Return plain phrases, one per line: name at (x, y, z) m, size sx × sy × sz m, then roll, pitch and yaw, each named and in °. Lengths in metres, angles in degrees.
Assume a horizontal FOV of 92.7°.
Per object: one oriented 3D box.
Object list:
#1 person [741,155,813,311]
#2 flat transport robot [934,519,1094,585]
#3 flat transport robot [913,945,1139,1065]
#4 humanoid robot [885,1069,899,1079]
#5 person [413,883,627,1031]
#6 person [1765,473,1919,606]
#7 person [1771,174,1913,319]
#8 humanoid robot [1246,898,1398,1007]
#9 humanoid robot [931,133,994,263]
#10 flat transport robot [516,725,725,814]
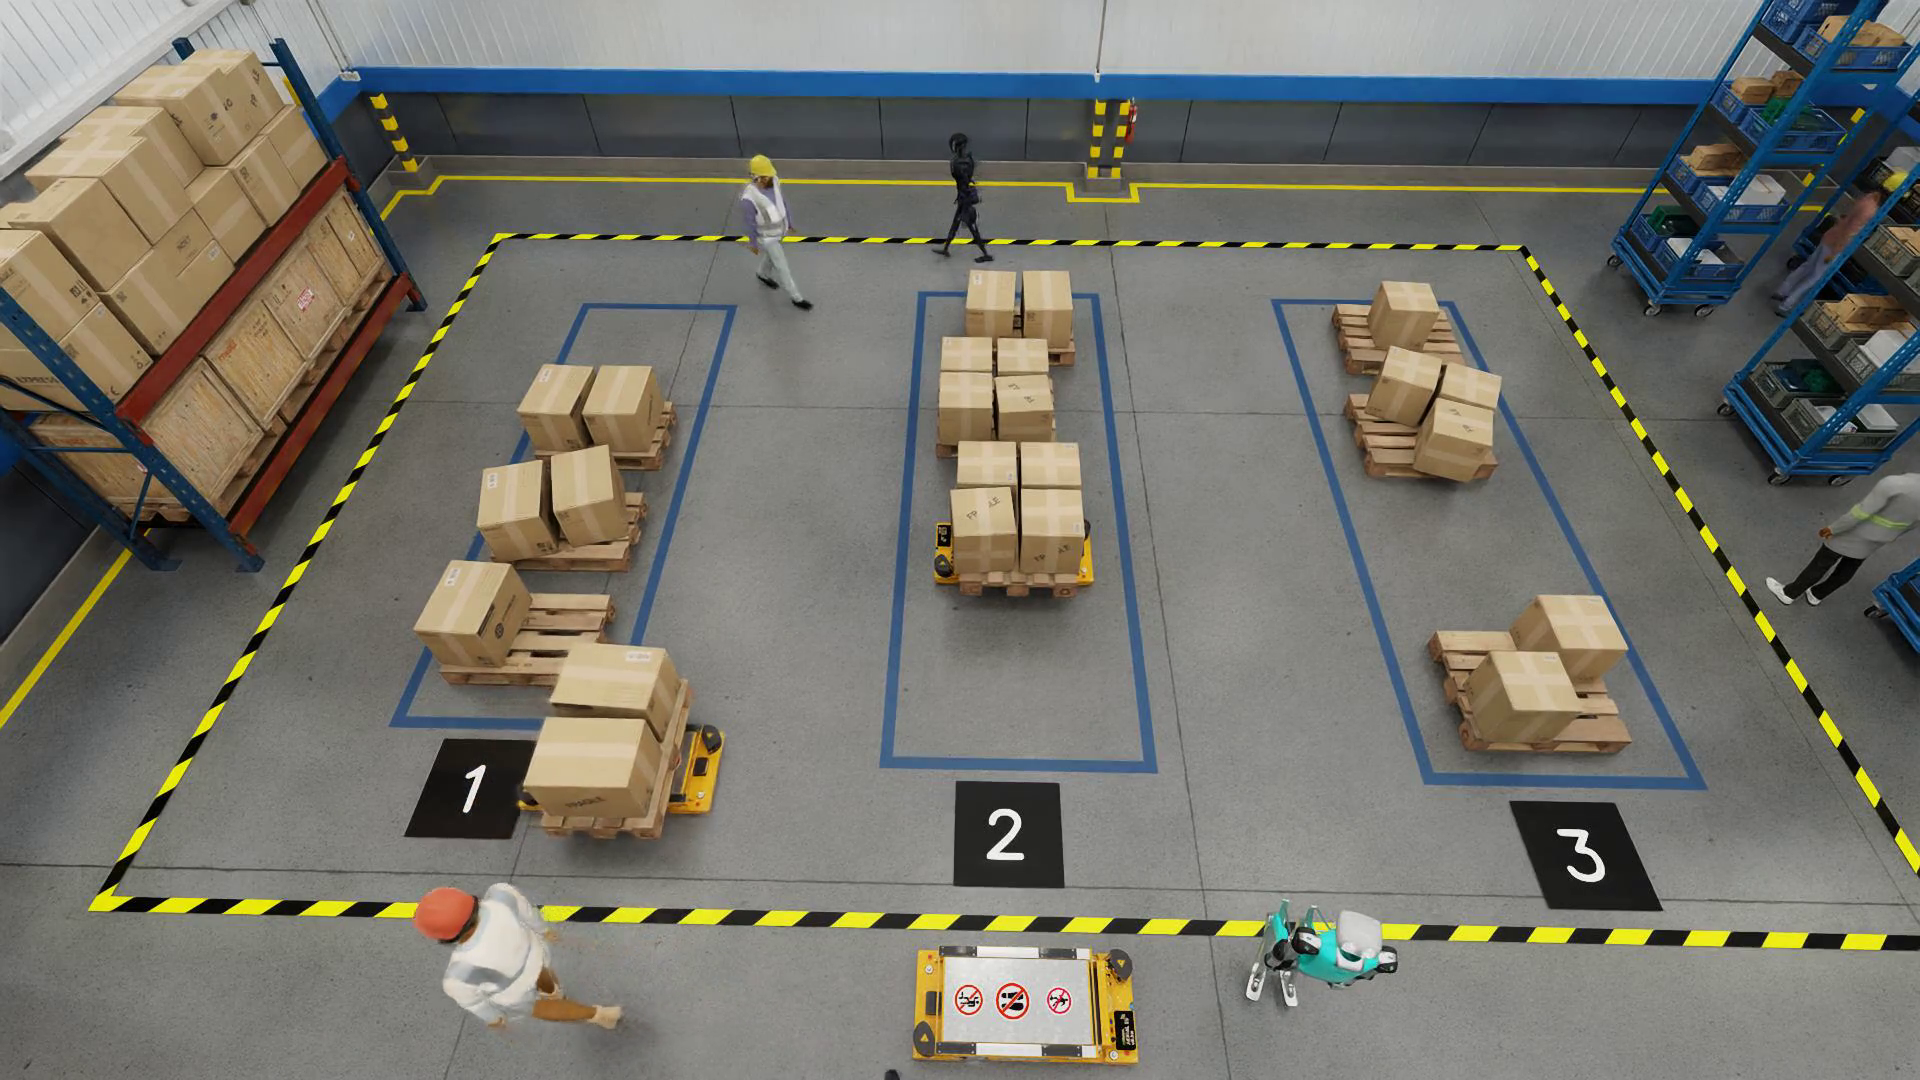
person at (-2.121, -3.502, 10.362) m, size 0.790 × 1.804 × 0.603 m, roll 20°, pitch 54°, yaw 16°
flat transport robot at (0.490, 0.087, 8.397) m, size 1.431 × 0.197 × 0.652 m, roll 1°, pitch 51°, yaw 1°
flat transport robot at (0.422, 3.041, 6.007) m, size 1.431 × 0.231 × 0.659 m, roll 1°, pitch 51°, yaw 1°
humanoid robot at (-0.428, 3.266, 4.932) m, size 0.619 × 1.648 × 0.595 m, roll -2°, pitch 51°, yaw -2°
person at (-2.537, 2.486, 5.332) m, size 0.772 × 2.020 × 0.614 m, roll 3°, pitch 51°, yaw 3°
person at (7.477, -0.113, 7.557) m, size 0.593 × 1.849 × 0.393 m, roll 4°, pitch 51°, yaw 3°
person at (9.799, -3.276, 10.208) m, size 0.417 × 1.740 × 0.559 m, roll 30°, pitch 57°, yaw 22°
humanoid robot at (2.115, 2.378, 5.513) m, size 0.533 × 1.677 × 0.735 m, roll 10°, pitch 52°, yaw 8°
humanoid robot at (0.041, -4.025, 10.888) m, size 0.774 × 1.620 × 0.609 m, roll -7°, pitch 51°, yaw -5°
flat transport robot at (-2.592, 1.743, 7.047) m, size 1.431 × 0.197 × 0.652 m, roll 1°, pitch 51°, yaw 1°
